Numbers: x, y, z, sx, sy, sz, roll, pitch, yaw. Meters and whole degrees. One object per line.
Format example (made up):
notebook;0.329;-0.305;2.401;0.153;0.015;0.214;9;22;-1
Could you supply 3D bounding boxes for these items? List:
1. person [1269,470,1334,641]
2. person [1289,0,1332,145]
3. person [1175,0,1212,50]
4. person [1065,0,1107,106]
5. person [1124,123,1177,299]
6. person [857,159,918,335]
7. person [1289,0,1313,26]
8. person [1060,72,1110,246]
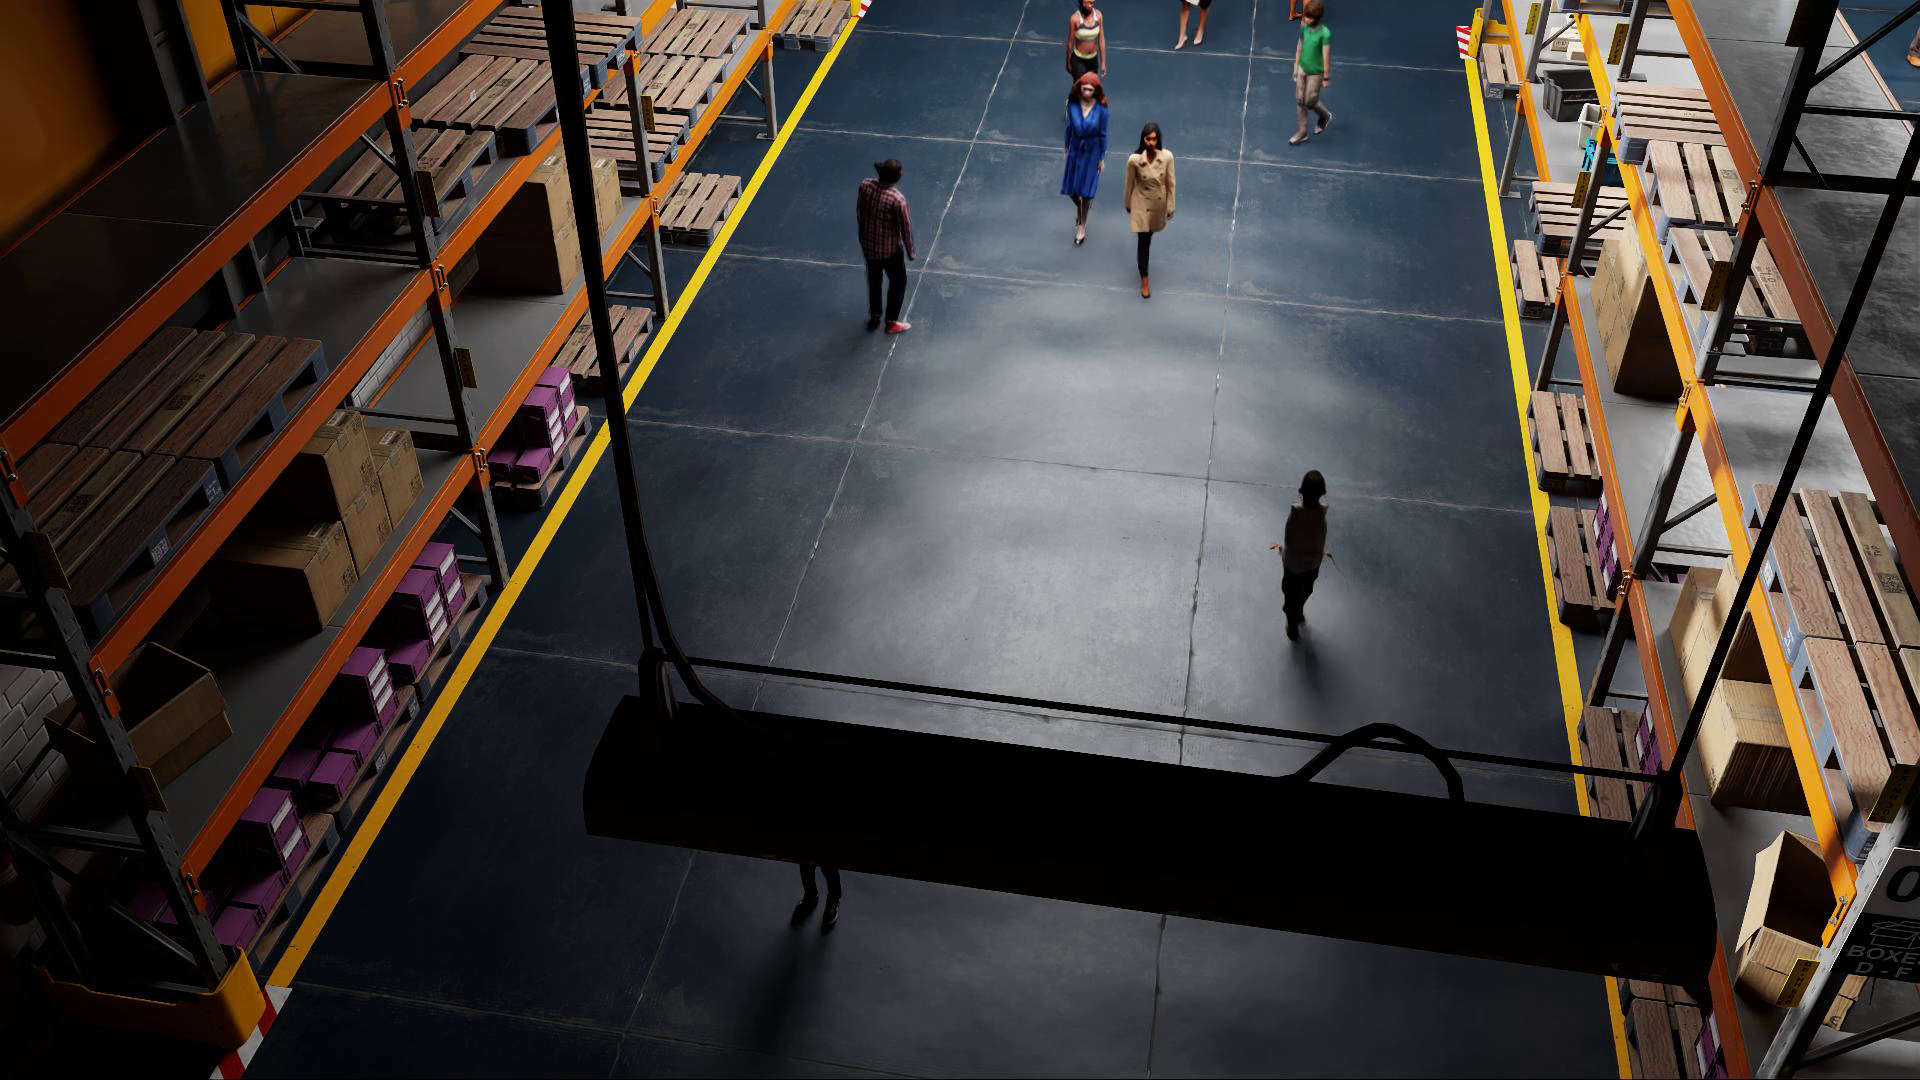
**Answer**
person;2.474;0.116;11.898;0.675;1.445;0.782;-1;39;-1
person;3.950;-5.201;18.414;0.921;1.622;0.854;-25;45;-28
person;3.004;-6.972;20.542;0.762;1.735;0.930;17;42;20
person;1.350;-5.312;18.471;0.932;1.724;1.134;-14;41;-17
person;1.806;-3.227;15.936;0.817;1.631;1.178;-3;39;-4
person;-0.714;-2.715;15.209;0.796;1.737;0.699;8;39;10
person;4.426;-7.404;21.154;0.766;1.645;0.712;-25;45;-28
person;1.284;-3.819;16.533;0.710;1.811;0.808;16;41;19
